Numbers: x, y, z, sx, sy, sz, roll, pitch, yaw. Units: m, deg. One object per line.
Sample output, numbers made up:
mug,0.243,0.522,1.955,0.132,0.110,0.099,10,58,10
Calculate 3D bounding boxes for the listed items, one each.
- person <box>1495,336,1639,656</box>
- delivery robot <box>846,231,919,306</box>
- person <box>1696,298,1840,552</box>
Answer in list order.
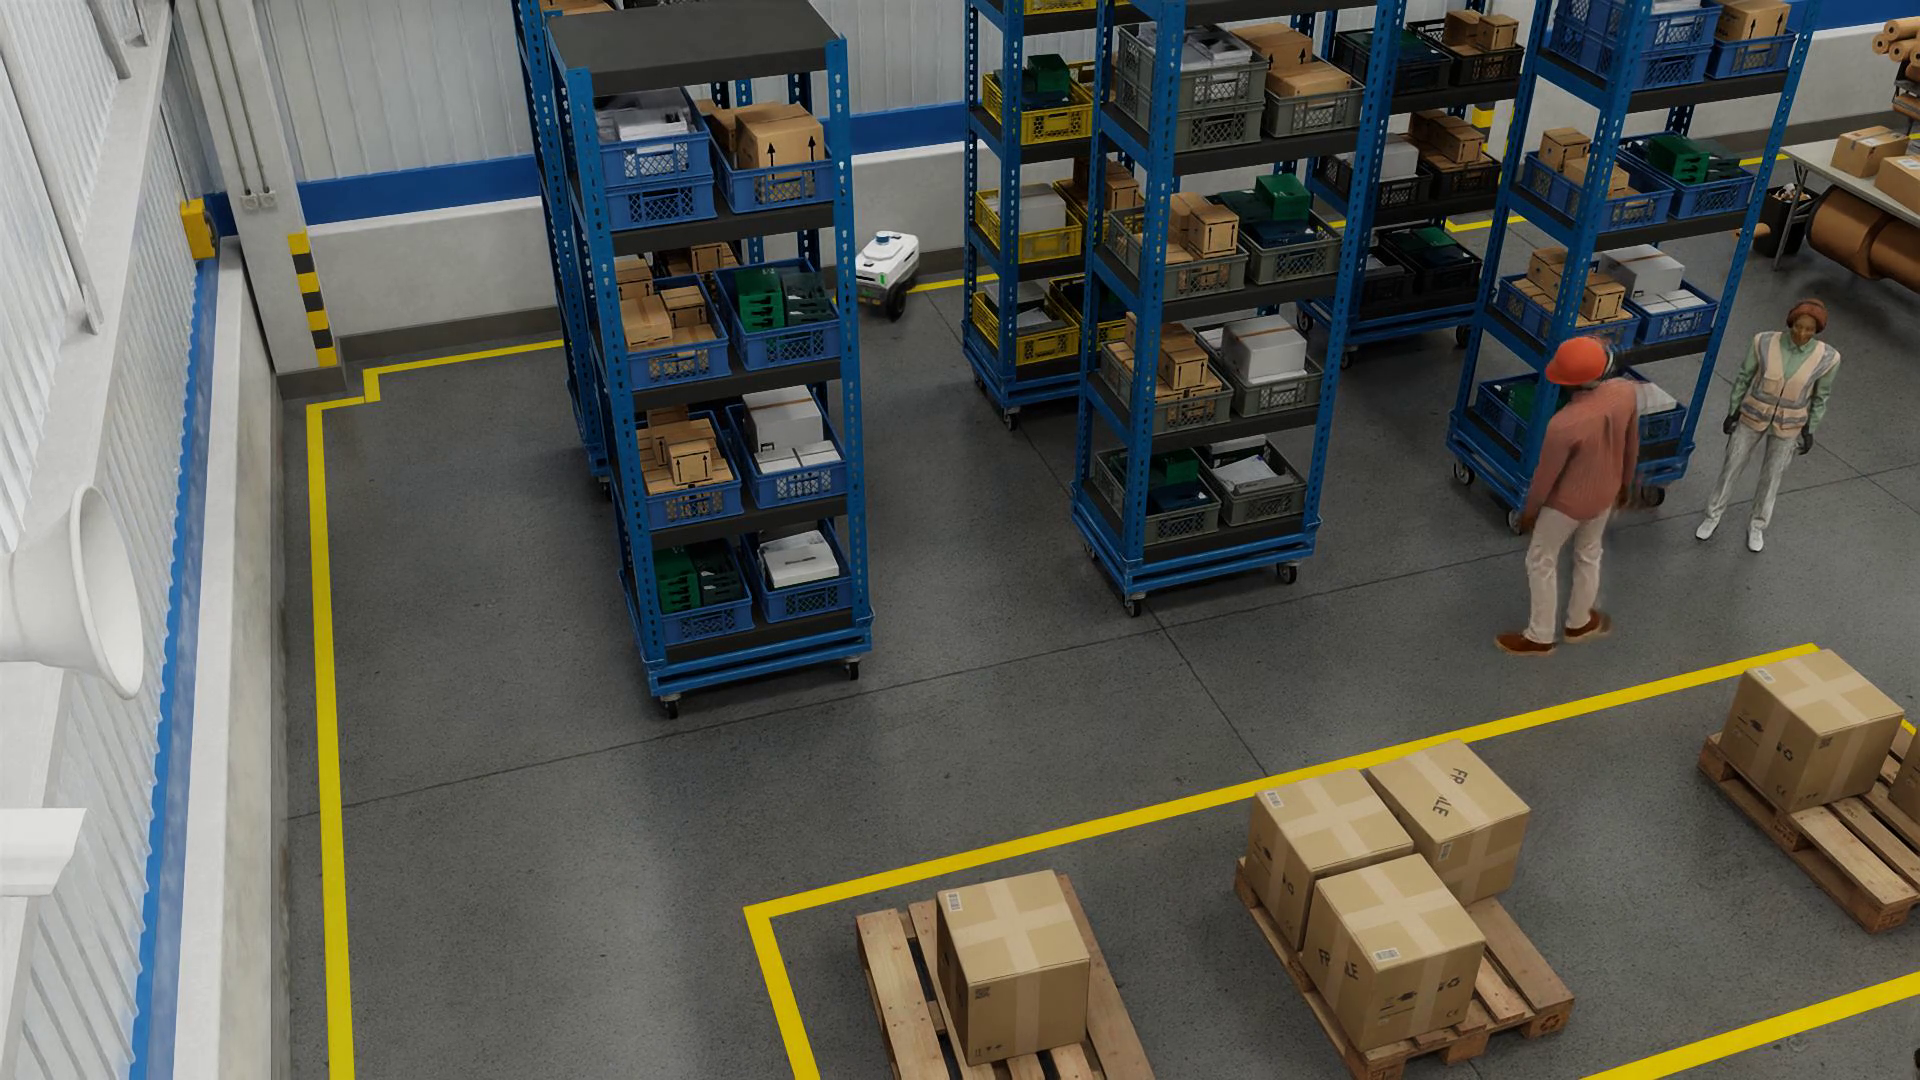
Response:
person,3.346,-0.246,8.949,0.768,1.950,0.390,-17,39,-23
delivery robot,-0.586,-2.121,12.715,0.477,0.478,0.707,13,37,18
person,4.785,-0.683,9.820,0.514,1.639,0.310,16,38,22
